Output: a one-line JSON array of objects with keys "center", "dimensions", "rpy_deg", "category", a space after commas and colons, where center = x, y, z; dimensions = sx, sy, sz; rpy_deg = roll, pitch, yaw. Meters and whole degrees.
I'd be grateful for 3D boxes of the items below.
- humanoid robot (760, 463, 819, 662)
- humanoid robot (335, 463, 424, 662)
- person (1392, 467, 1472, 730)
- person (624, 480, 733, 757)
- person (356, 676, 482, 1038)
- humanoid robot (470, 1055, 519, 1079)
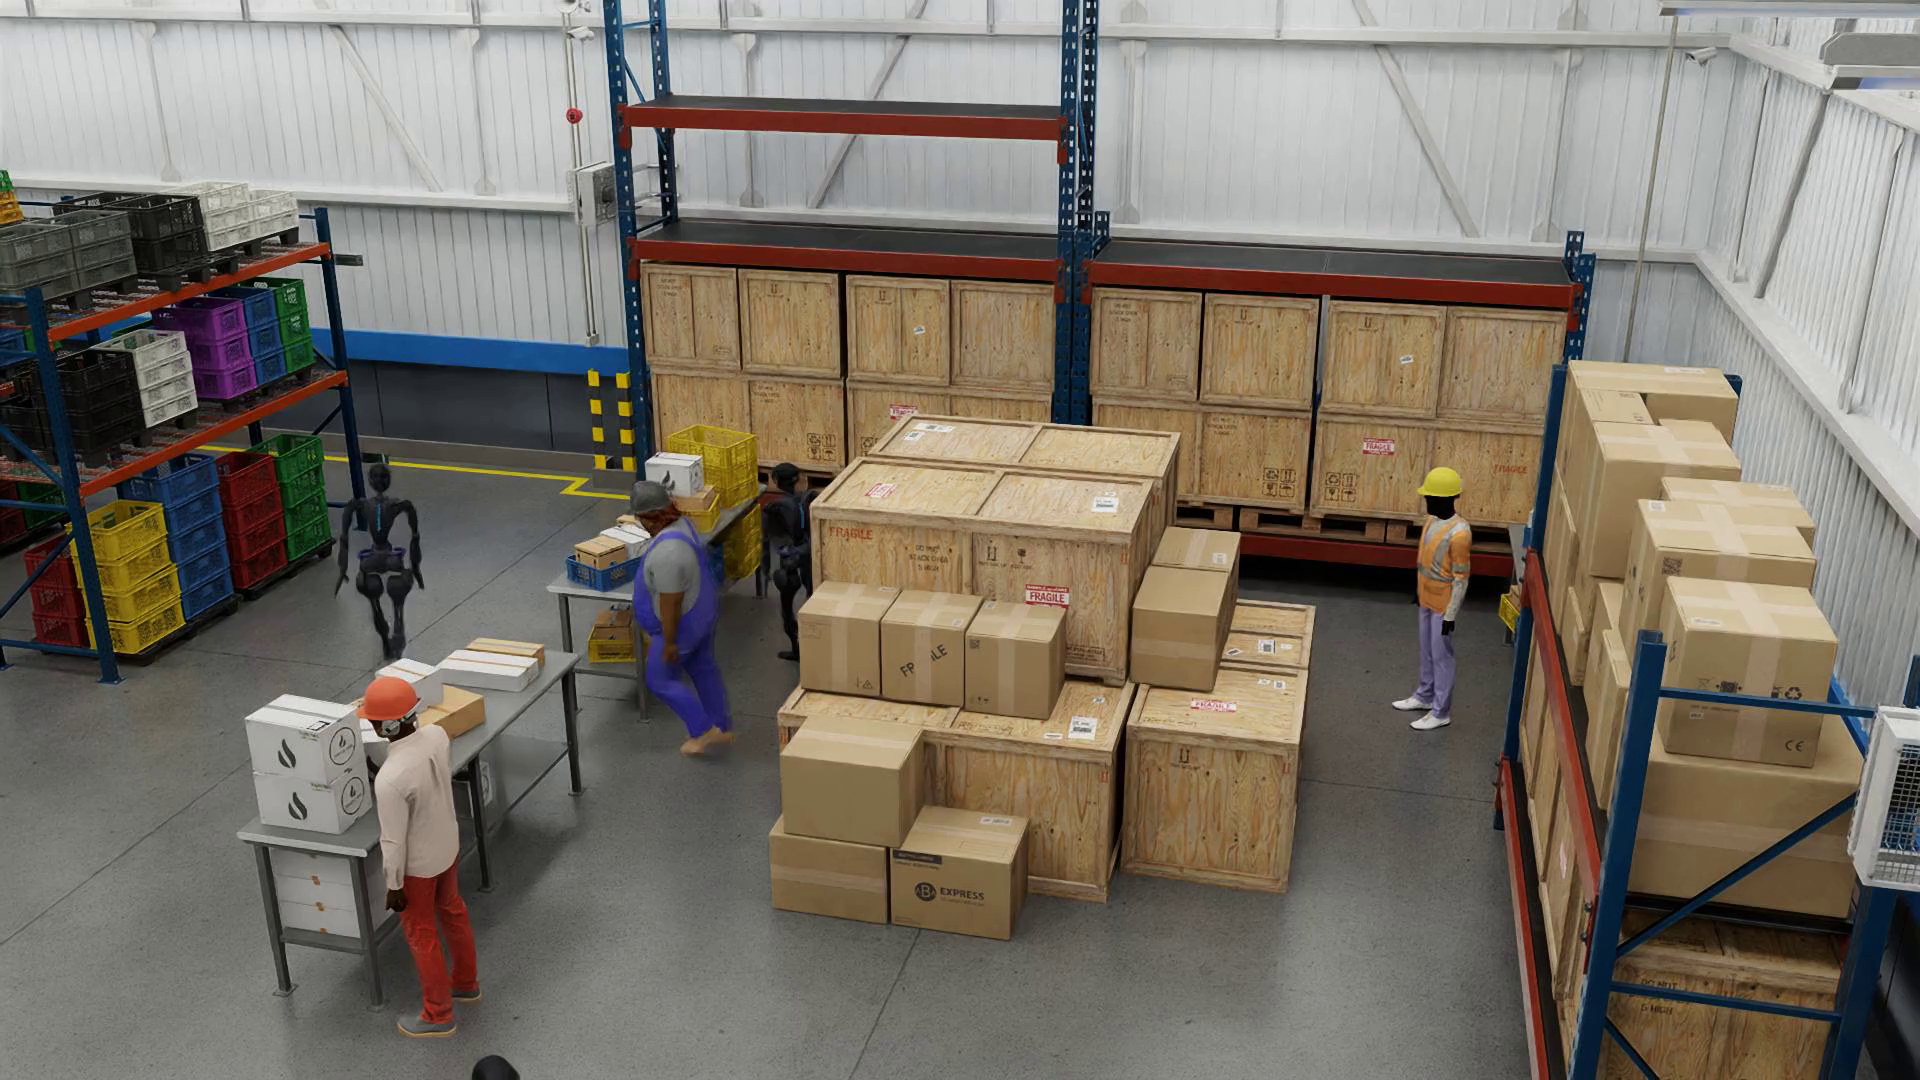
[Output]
[{"center": [-1.190, 0.177, 12.626], "dimensions": [0.698, 1.644, 0.479], "rpy_deg": [-13, 24, -30], "category": "humanoid robot"}, {"center": [-4.383, 0.230, 12.544], "dimensions": [0.638, 1.637, 0.623], "rpy_deg": [-4, 21, -9], "category": "humanoid robot"}, {"center": [3.338, 0.407, 11.663], "dimensions": [0.379, 1.923, 0.589], "rpy_deg": [-2, 21, -6], "category": "person"}, {"center": [-1.898, 0.513, 11.224], "dimensions": [0.630, 2.000, 0.714], "rpy_deg": [2, 21, 6], "category": "person"}, {"center": [-2.760, 1.599, 8.467], "dimensions": [0.402, 1.987, 0.618], "rpy_deg": [4, 21, 11], "category": "person"}, {"center": [-1.674, 2.620, 6.214], "dimensions": [0.559, 1.653, 0.304], "rpy_deg": [-14, 25, -33], "category": "humanoid robot"}]
